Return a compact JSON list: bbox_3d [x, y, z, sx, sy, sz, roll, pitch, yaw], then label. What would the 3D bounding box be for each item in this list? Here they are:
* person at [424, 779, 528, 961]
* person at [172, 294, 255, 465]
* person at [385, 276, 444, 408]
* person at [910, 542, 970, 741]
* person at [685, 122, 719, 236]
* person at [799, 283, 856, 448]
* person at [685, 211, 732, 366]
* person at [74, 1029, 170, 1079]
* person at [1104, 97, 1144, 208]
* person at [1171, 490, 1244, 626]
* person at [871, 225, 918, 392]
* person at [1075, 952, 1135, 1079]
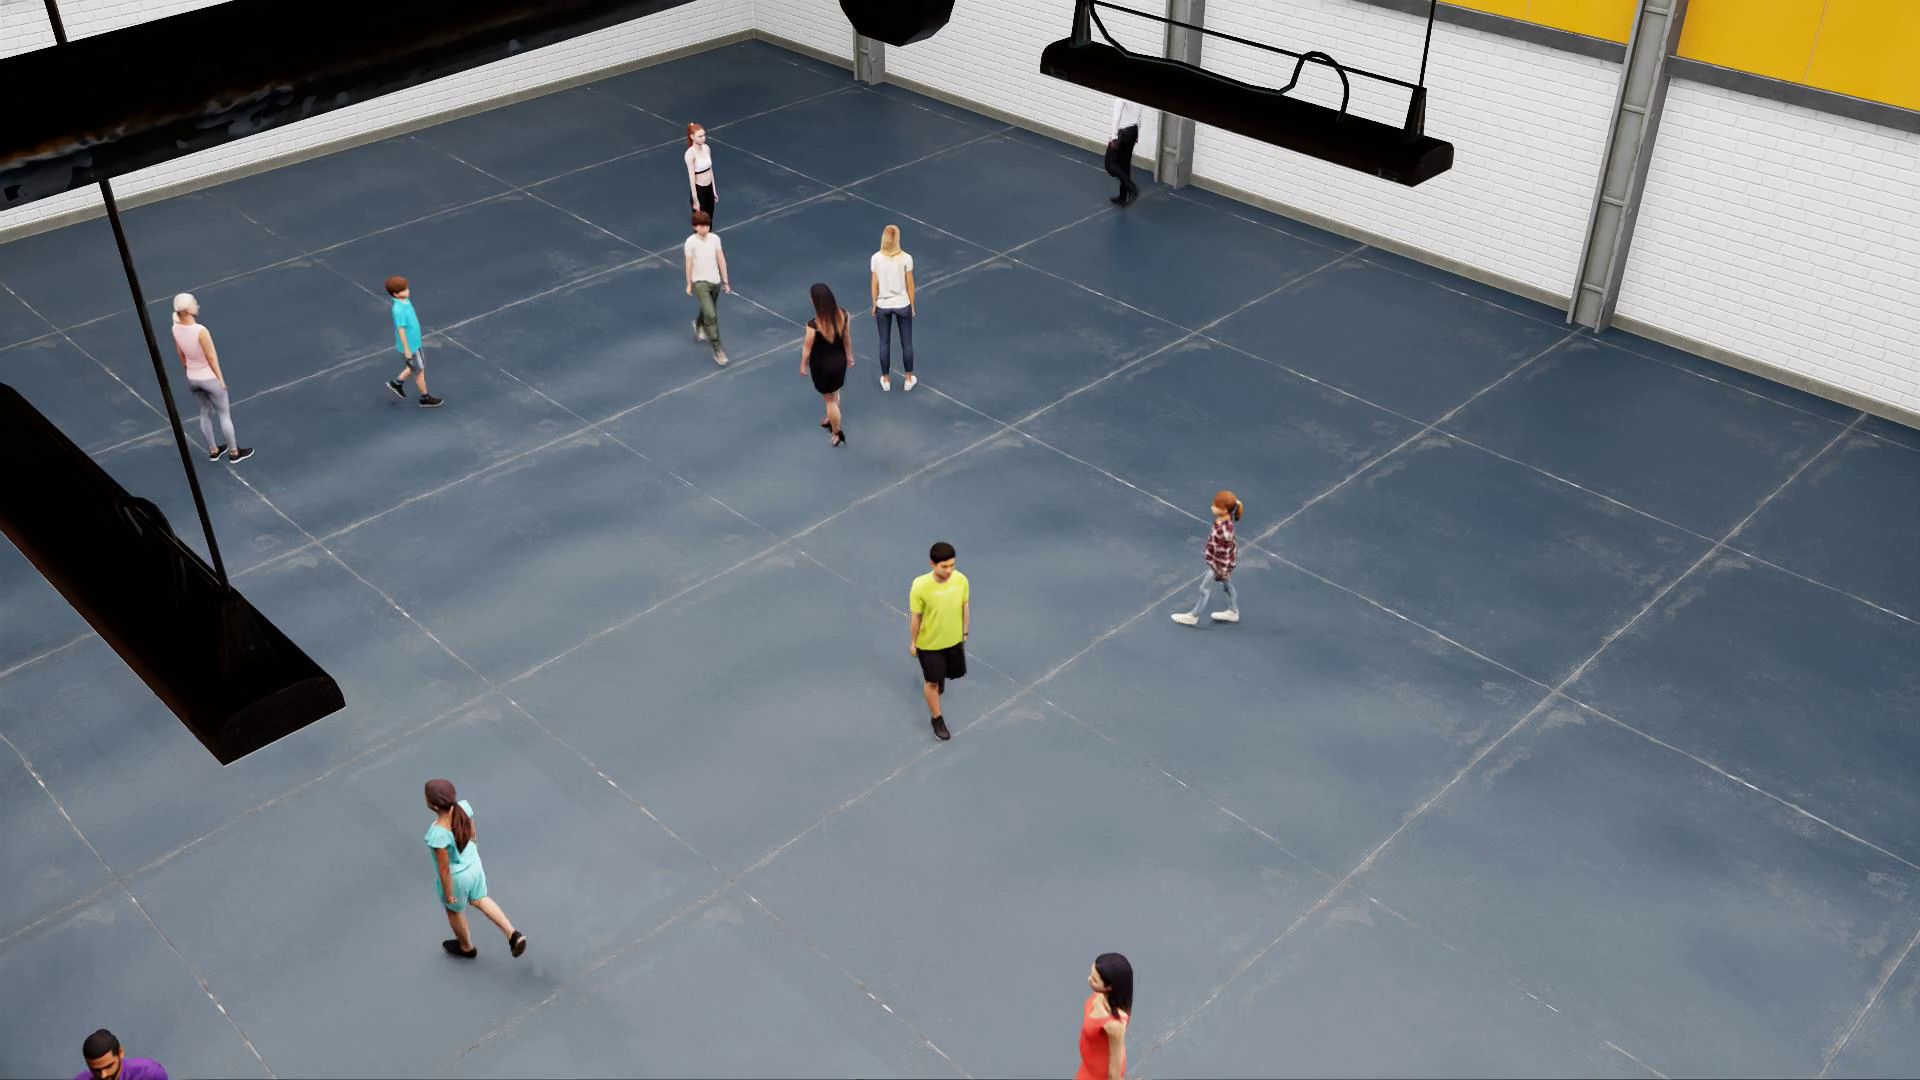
[{"bbox_3d":[-3.095,2.110,10.493,0.946,1.548,0.738,14,36,20],"label":"person"},{"bbox_3d":[-7.181,-1.528,15.808,0.595,1.723,0.703,10,35,14],"label":"person"},{"bbox_3d":[-5.616,-2.000,16.778,0.850,1.435,0.808,-2,34,-3],"label":"person"},{"bbox_3d":[-0.194,0.682,12.513,0.824,1.690,0.985,-13,36,-19],"label":"person"},{"bbox_3d":[-3.049,-4.062,19.603,0.614,1.742,0.643,17,37,23],"label":"person"},{"bbox_3d":[-1.208,-1.637,15.995,0.700,1.698,0.751,-25,41,-33],"label":"person"},{"bbox_3d":[-2.735,-2.758,17.758,0.775,1.613,1.212,-18,38,-25],"label":"person"},{"bbox_3d":[-4.307,3.147,8.755,0.872,1.744,1.013,-9,35,-13],"label":"person"},{"bbox_3d":[2.140,-5.049,21.015,0.674,1.824,0.809,-26,42,-34],"label":"person"},{"bbox_3d":[2.214,0.161,13.665,0.889,1.283,0.797,5,34,7],"label":"person"},{"bbox_3d":[-0.677,-2.363,16.987,0.654,1.809,0.725,1,34,2],"label":"person"},{"bbox_3d":[0.868,2.901,9.171,1.113,1.694,1.069,-1,34,-1],"label":"person"}]
